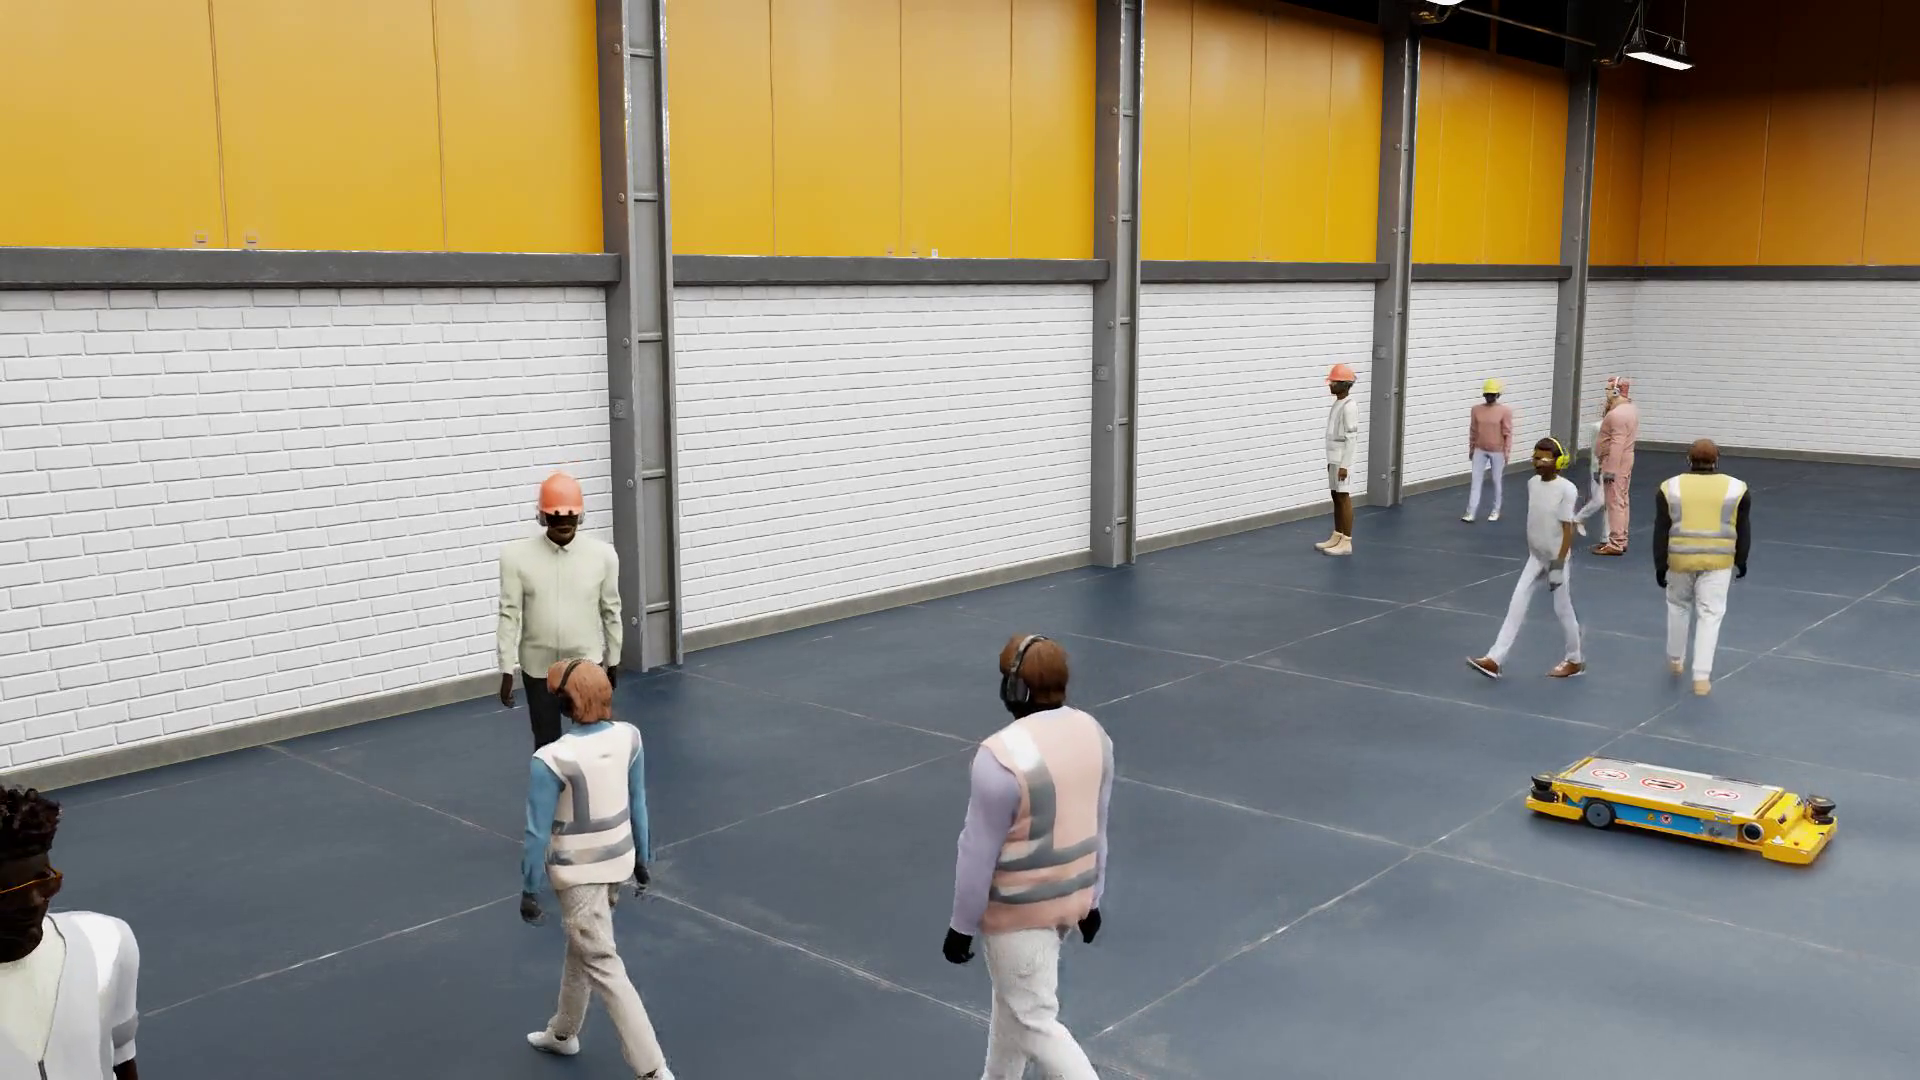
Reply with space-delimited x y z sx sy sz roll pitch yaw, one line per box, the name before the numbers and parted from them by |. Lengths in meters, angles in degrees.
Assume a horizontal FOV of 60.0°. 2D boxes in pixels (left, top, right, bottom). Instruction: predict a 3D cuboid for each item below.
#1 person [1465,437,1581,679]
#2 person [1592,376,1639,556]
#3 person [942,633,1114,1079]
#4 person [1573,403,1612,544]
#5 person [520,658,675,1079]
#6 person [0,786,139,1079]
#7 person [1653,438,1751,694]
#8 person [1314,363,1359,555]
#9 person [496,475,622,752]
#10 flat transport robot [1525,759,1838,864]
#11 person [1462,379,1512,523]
person | 4.207 0.155 12.110 0.998 1.804 0.539 -4 10 -23
person | 6.972 -0.789 17.732 0.402 1.906 0.652 6 11 32
person | 0.286 1.211 5.487 0.884 1.815 0.620 7 11 37
person | 7.108 -0.754 18.388 0.529 1.618 0.490 -4 10 -23
person | -1.328 1.221 6.068 0.837 1.603 0.526 6 11 32
person | -2.051 1.455 3.625 0.997 1.917 0.616 7 11 37
person | 5.384 0.163 12.094 0.642 1.799 0.934 4 10 25
person | 4.043 -0.861 17.748 0.365 2.048 0.607 0 9 -3
person | -2.038 0.651 8.495 0.641 1.972 0.645 -2 9 -15
flat transport robot | 3.876 1.422 8.969 1.431 0.197 0.652 7 12 38
person | 6.343 -1.064 19.978 0.547 1.728 0.746 7 11 37
